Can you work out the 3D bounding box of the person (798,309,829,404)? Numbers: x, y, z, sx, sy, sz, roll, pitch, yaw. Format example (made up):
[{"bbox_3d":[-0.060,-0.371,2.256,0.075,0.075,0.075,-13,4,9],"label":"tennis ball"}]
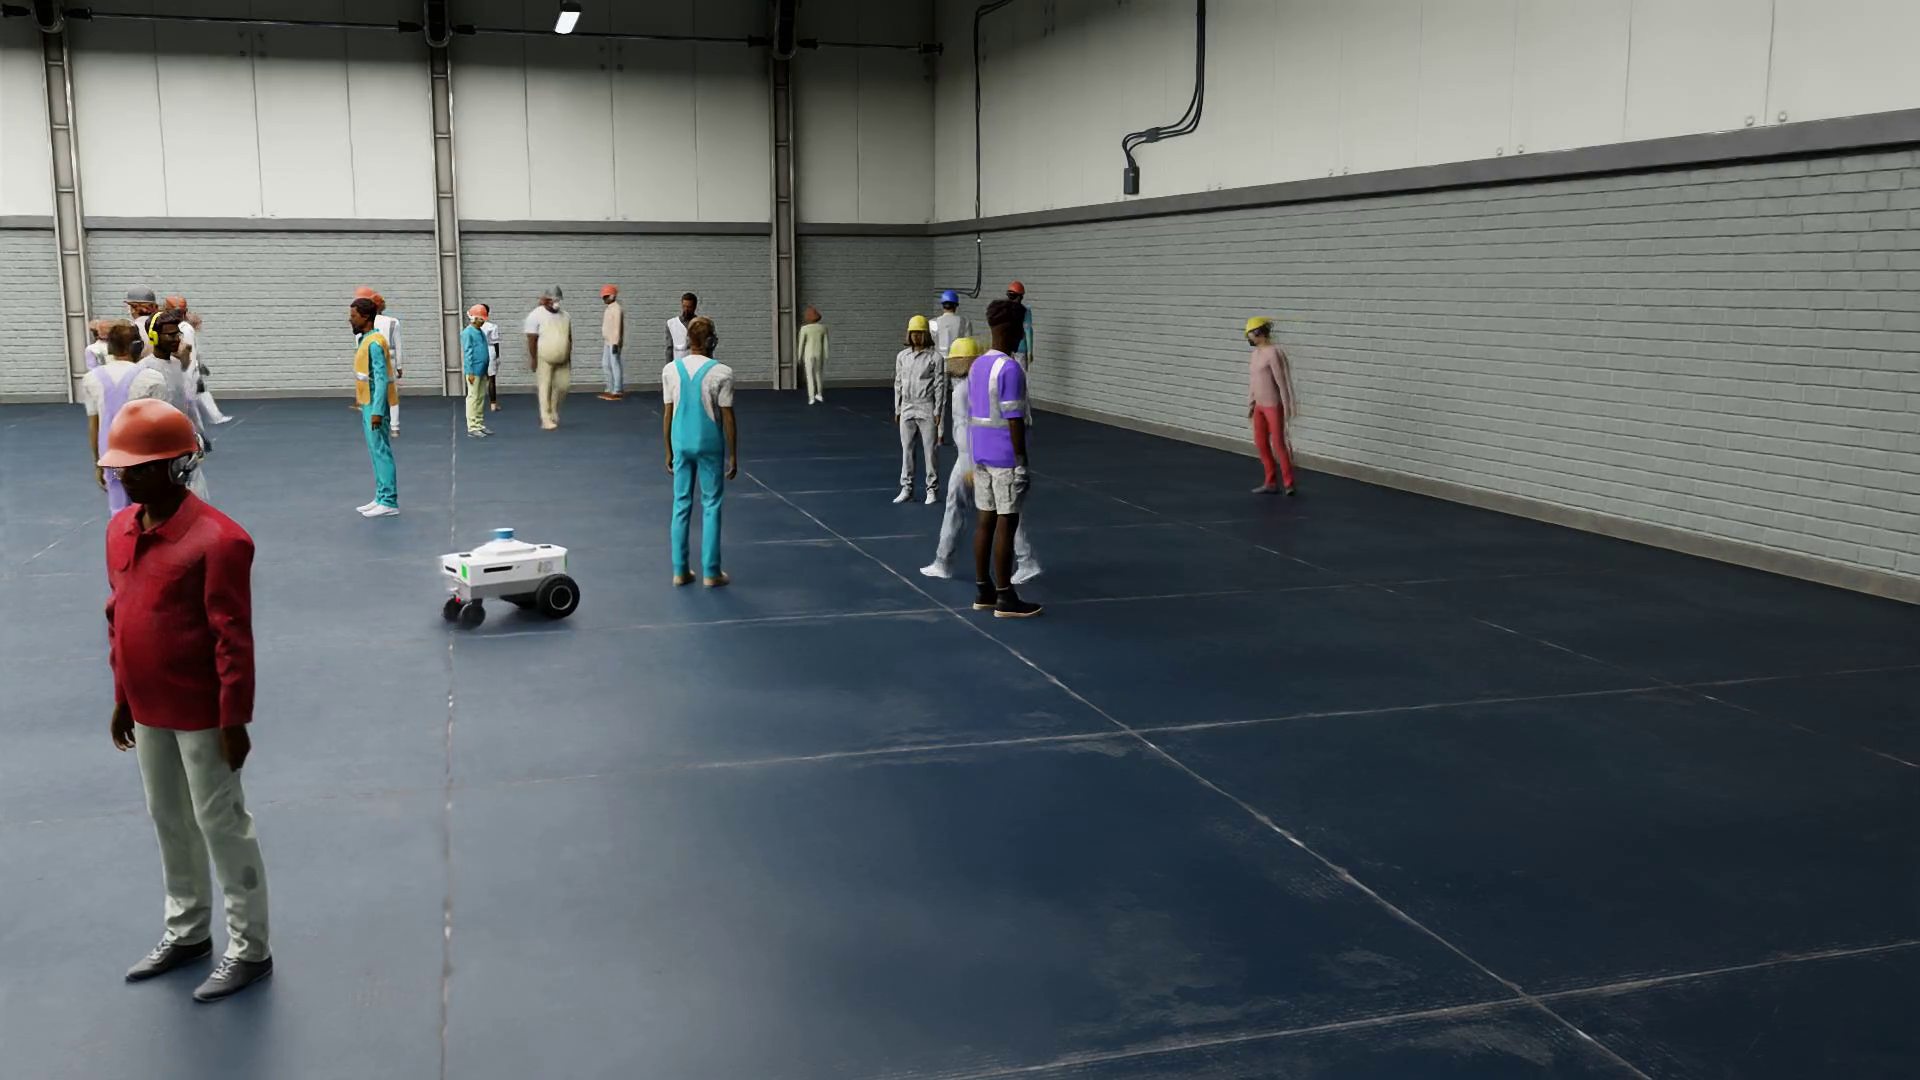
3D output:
[{"bbox_3d":[-2.481,-3.085,27.927,0.554,1.589,0.675,-5,10,-29],"label":"person"}]

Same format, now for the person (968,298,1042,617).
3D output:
[{"bbox_3d":[0.265,-0.508,10.291,0.367,1.965,0.604,-4,10,-25],"label":"person"}]

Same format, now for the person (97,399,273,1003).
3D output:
[{"bbox_3d":[-2.271,0.462,4.812,0.571,1.744,0.355,5,10,30],"label":"person"}]

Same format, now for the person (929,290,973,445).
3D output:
[{"bbox_3d":[-0.121,-2.144,20.811,0.603,1.938,0.402,1,9,5],"label":"person"}]

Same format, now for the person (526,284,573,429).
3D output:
[{"bbox_3d":[-5.678,-2.559,23.136,0.698,2.000,0.570,-8,12,-40],"label":"person"}]

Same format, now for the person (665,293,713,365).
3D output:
[{"bbox_3d":[-3.335,-2.087,20.528,0.587,1.915,0.394,-3,9,-17],"label":"person"}]

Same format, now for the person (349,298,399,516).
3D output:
[{"bbox_3d":[-5.148,-1.169,14.659,0.371,1.916,0.597,-4,10,-26],"label":"person"}]

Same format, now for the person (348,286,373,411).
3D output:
[{"bbox_3d":[-9.433,-3.034,26.364,0.632,1.977,0.491,8,12,42],"label":"person"}]

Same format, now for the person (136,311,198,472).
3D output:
[{"bbox_3d":[-5.423,-0.629,11.401,0.330,1.864,0.502,0,9,3],"label":"person"}]

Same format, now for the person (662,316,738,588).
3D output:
[{"bbox_3d":[-1.747,-0.586,11.217,0.522,1.834,0.363,2,9,11],"label":"person"}]

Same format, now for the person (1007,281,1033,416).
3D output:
[{"bbox_3d":[0.843,-2.879,25.164,0.605,2.045,0.377,5,10,29],"label":"person"}]

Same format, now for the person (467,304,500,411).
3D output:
[{"bbox_3d":[-7.510,-2.870,26.245,0.534,1.690,0.321,1,9,8],"label":"person"}]

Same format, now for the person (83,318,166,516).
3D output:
[{"bbox_3d":[-5.185,-0.466,10.444,0.517,1.836,0.364,-1,9,-4],"label":"person"}]

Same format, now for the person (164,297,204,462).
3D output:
[{"bbox_3d":[-8.834,-1.814,18.884,0.354,1.883,0.573,-7,11,-38],"label":"person"}]

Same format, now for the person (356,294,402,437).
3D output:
[{"bbox_3d":[-7.624,-2.284,21.870,0.575,1.886,0.352,-5,10,-29],"label":"person"}]

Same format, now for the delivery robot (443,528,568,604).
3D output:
[{"bbox_3d":[-2.768,0.171,10.139,0.707,0.478,0.477,-7,11,-38],"label":"delivery robot"}]

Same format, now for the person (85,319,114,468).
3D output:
[{"bbox_3d":[-9.393,-1.606,18.322,0.315,1.641,0.514,3,9,16],"label":"person"}]

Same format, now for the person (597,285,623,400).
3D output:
[{"bbox_3d":[-6.020,-3.403,28.720,0.417,1.985,0.624,-6,10,-31],"label":"person"}]

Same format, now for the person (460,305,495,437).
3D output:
[{"bbox_3d":[-6.387,-2.246,22.075,0.337,1.742,0.562,1,9,7],"label":"person"}]

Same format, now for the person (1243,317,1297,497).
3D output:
[{"bbox_3d":[2.989,-1.275,15.960,0.433,1.720,0.668,-3,9,-19],"label":"person"}]

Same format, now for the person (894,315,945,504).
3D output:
[{"bbox_3d":[-0.385,-1.200,15.403,0.487,1.746,0.289,3,9,19],"label":"person"}]

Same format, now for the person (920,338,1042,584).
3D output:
[{"bbox_3d":[0.145,-0.537,11.415,0.936,1.689,0.518,6,11,33],"label":"person"}]

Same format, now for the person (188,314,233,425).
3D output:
[{"bbox_3d":[-10.880,-2.387,23.509,0.939,1.584,0.499,-5,10,-30],"label":"person"}]
